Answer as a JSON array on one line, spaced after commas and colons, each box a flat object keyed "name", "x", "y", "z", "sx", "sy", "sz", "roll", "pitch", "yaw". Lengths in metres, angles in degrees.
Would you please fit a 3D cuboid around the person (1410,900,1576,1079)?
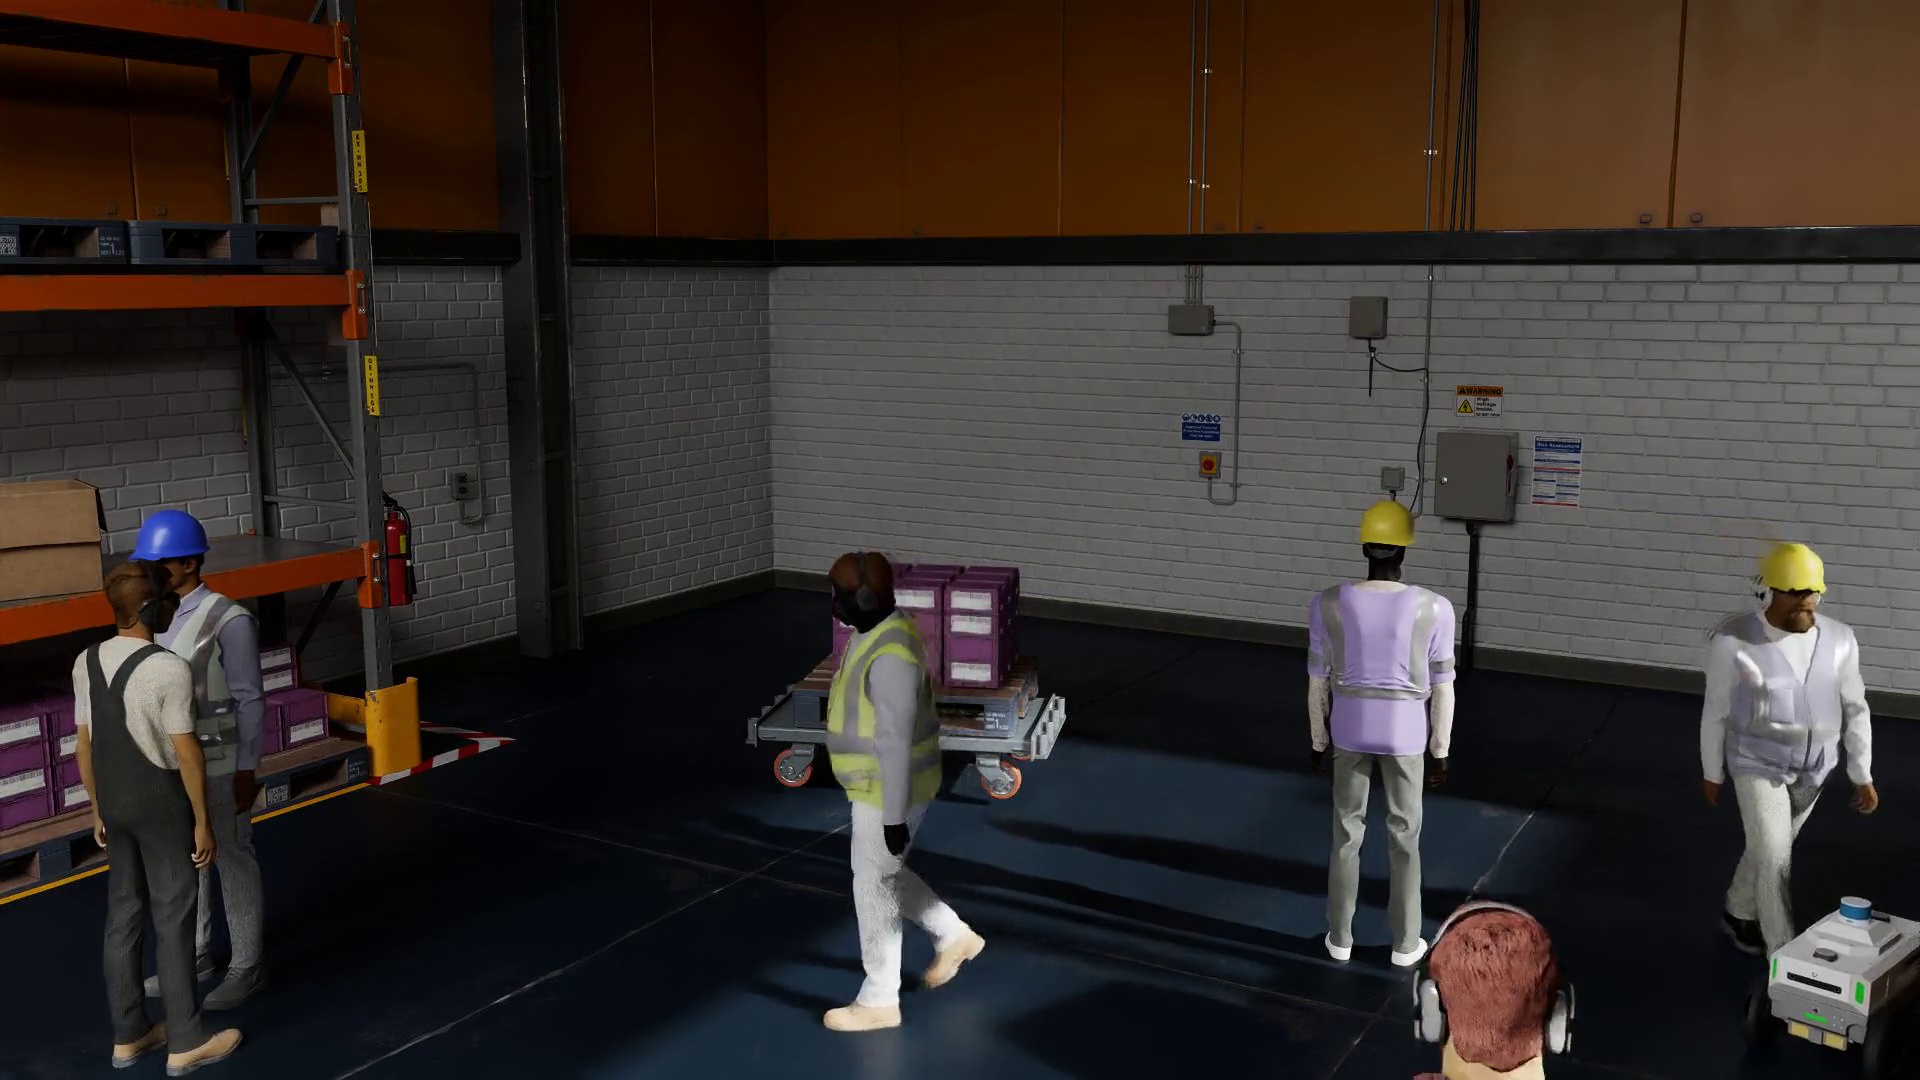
[{"name": "person", "x": 0.803, "y": 1.495, "z": 2.607, "sx": 0.717, "sy": 1.870, "sz": 0.608, "roll": 1, "pitch": 9, "yaw": 8}]

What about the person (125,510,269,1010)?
[{"name": "person", "x": -2.964, "y": 0.844, "z": 6.442, "sx": 0.617, "sy": 1.946, "sz": 0.397, "roll": 4, "pitch": 10, "yaw": 23}]

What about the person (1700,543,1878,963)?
[{"name": "person", "x": 3.305, "y": 0.892, "z": 6.657, "sx": 0.603, "sy": 1.782, "sz": 0.931, "roll": 0, "pitch": 9, "yaw": -3}]

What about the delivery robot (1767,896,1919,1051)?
[{"name": "delivery robot", "x": 3.259, "y": 1.549, "z": 6.083, "sx": 0.707, "sy": 0.478, "sz": 0.477, "roll": -8, "pitch": 12, "yaw": -42}]

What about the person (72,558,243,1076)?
[{"name": "person", "x": -2.878, "y": 0.981, "z": 5.913, "sx": 0.517, "sy": 1.842, "sz": 0.325, "roll": 3, "pitch": 10, "yaw": 18}]

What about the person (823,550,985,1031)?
[{"name": "person", "x": -0.231, "y": 0.932, "z": 6.297, "sx": 0.555, "sy": 1.821, "sz": 0.659, "roll": 0, "pitch": 9, "yaw": -3}]

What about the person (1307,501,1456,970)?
[{"name": "person", "x": 1.710, "y": 0.797, "z": 6.796, "sx": 0.587, "sy": 1.928, "sz": 0.362, "roll": 3, "pitch": 10, "yaw": 18}]
